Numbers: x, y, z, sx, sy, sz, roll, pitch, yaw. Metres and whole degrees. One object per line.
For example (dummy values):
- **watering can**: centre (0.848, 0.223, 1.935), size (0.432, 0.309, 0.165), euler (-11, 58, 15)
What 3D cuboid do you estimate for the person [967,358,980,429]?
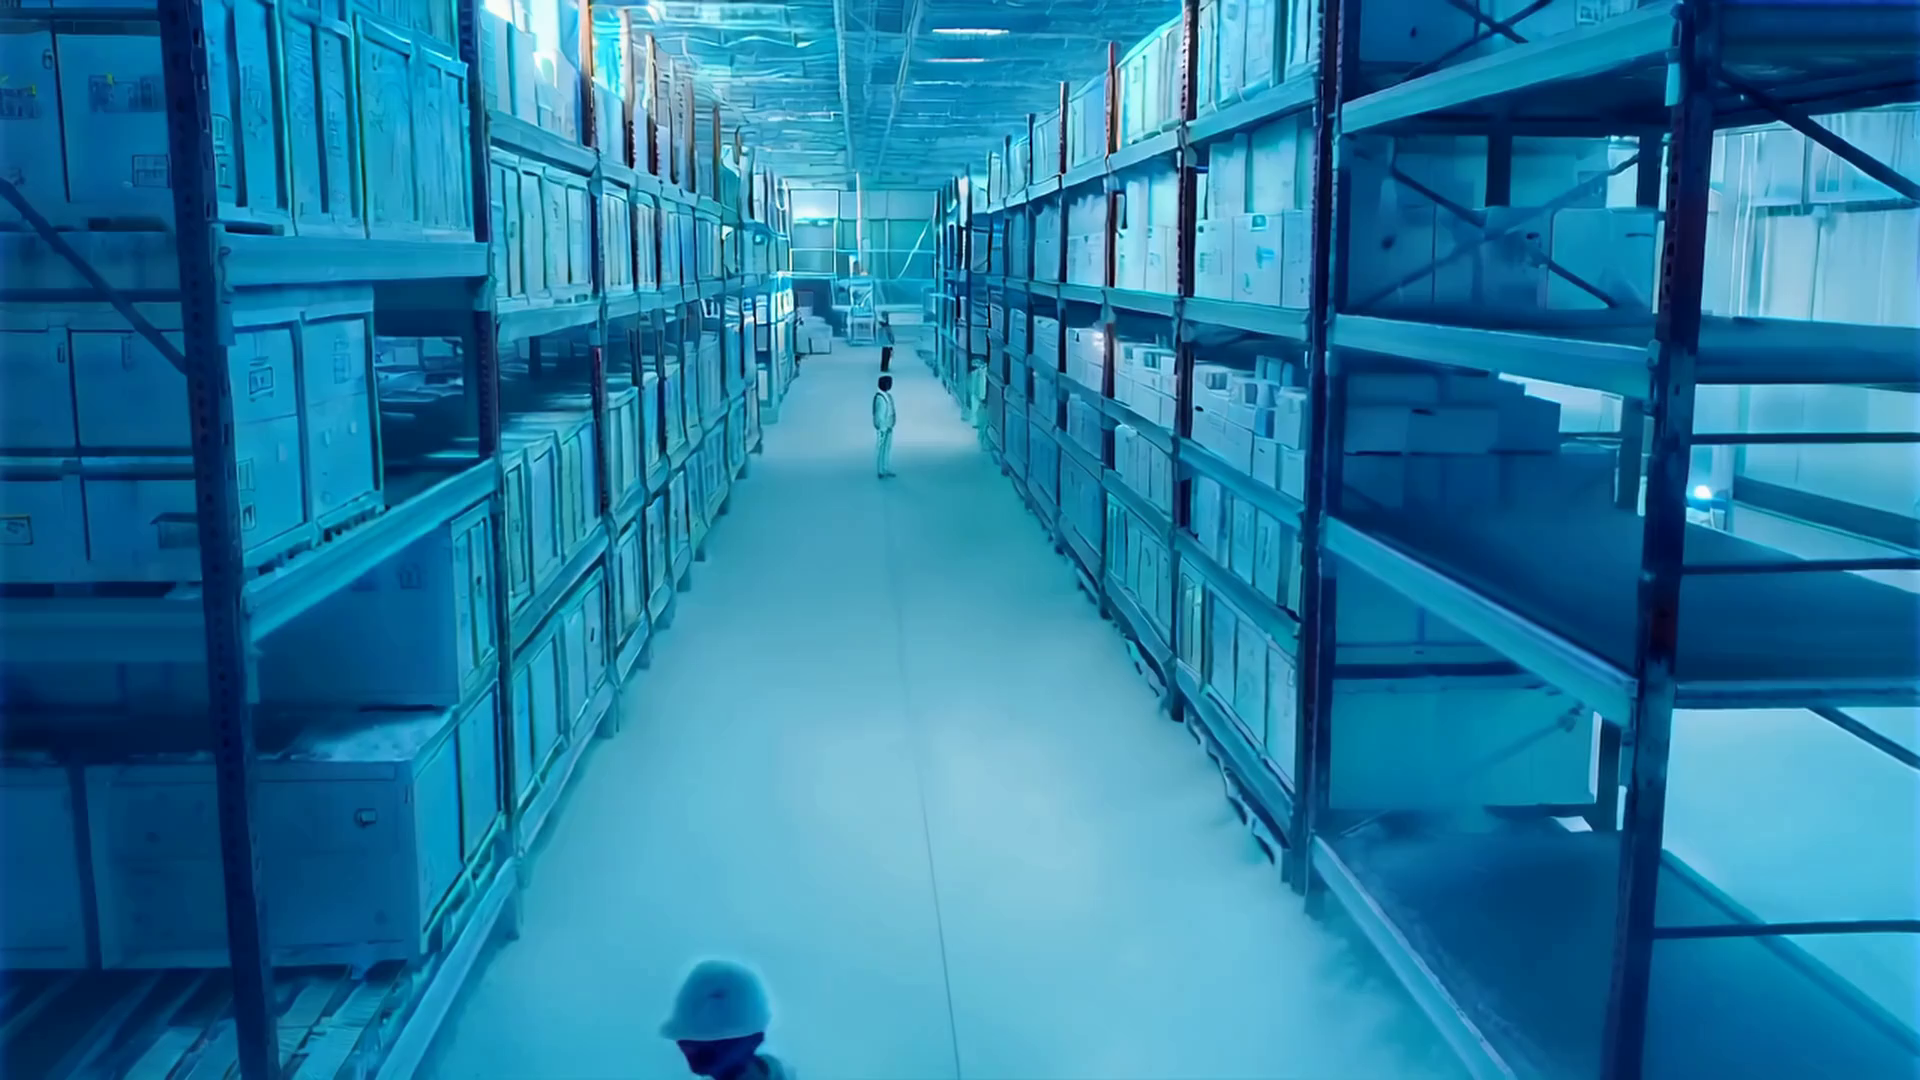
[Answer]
- **person**: centre (0.358, -3.365, 38.296), size (0.335, 1.625, 0.553), euler (0, 10, 2)

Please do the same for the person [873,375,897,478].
- **person**: centre (-1.333, -2.026, 29.700), size (0.430, 1.838, 0.622), euler (2, 10, 10)

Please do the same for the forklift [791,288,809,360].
- **forklift**: centre (-6.838, -8.384, 64.549), size (1.129, 2.768, 1.873), euler (-9, 13, -44)

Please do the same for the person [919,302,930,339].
- **person**: centre (-1.551, -10.884, 82.419), size (0.864, 1.906, 0.547), euler (-1, 10, -5)

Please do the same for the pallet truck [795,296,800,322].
- **pallet truck**: centre (-8.622, -12.439, 91.403), size (1.885, 1.965, 0.823), euler (2, 10, 13)

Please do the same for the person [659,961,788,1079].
- **person**: centre (-0.608, 2.107, 4.726), size (0.453, 1.924, 0.568), euler (0, 10, -3)

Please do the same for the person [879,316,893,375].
- **person**: centre (-2.519, -6.613, 56.610), size (0.377, 1.995, 0.612), euler (5, 11, 29)

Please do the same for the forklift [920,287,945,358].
- **forklift**: centre (-1.018, -8.681, 66.324), size (1.129, 2.768, 1.873), euler (-1, 10, -3)
